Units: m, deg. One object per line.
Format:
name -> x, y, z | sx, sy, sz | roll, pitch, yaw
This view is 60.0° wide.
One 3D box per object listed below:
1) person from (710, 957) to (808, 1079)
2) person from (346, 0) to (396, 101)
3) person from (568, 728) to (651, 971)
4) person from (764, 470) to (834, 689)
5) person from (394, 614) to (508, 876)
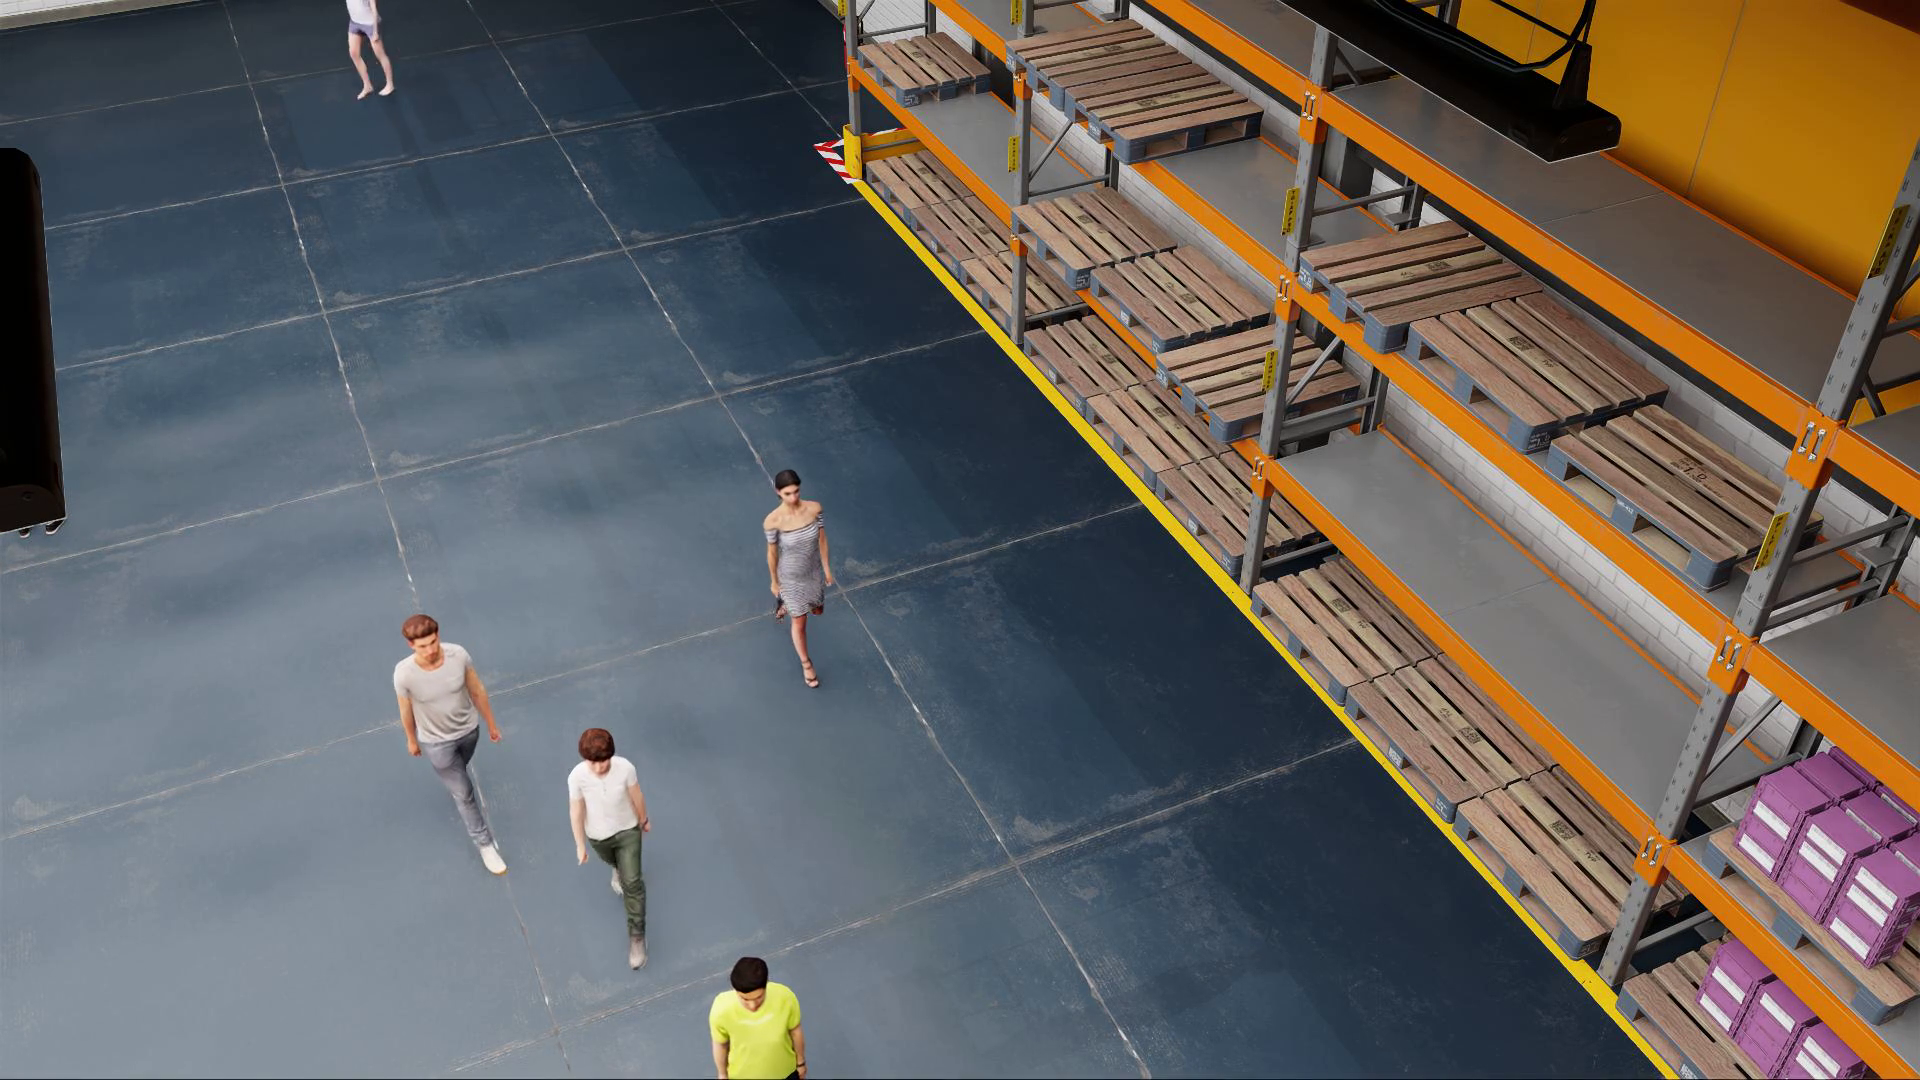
person -> -1.036, 2.696, 8.618 | 0.650, 1.706, 0.576 | -10, 40, -12
person -> -6.934, -6.107, 19.606 | 0.789, 1.749, 0.845 | 15, 41, 18
person -> -2.091, 1.684, 9.963 | 0.782, 1.609, 1.193 | -7, 39, -9
person -> -1.155, 0.213, 11.646 | 0.657, 1.806, 0.930 | -20, 43, -23
person -> -3.231, 1.148, 10.437 | 0.874, 1.853, 1.260 | -26, 45, -28
